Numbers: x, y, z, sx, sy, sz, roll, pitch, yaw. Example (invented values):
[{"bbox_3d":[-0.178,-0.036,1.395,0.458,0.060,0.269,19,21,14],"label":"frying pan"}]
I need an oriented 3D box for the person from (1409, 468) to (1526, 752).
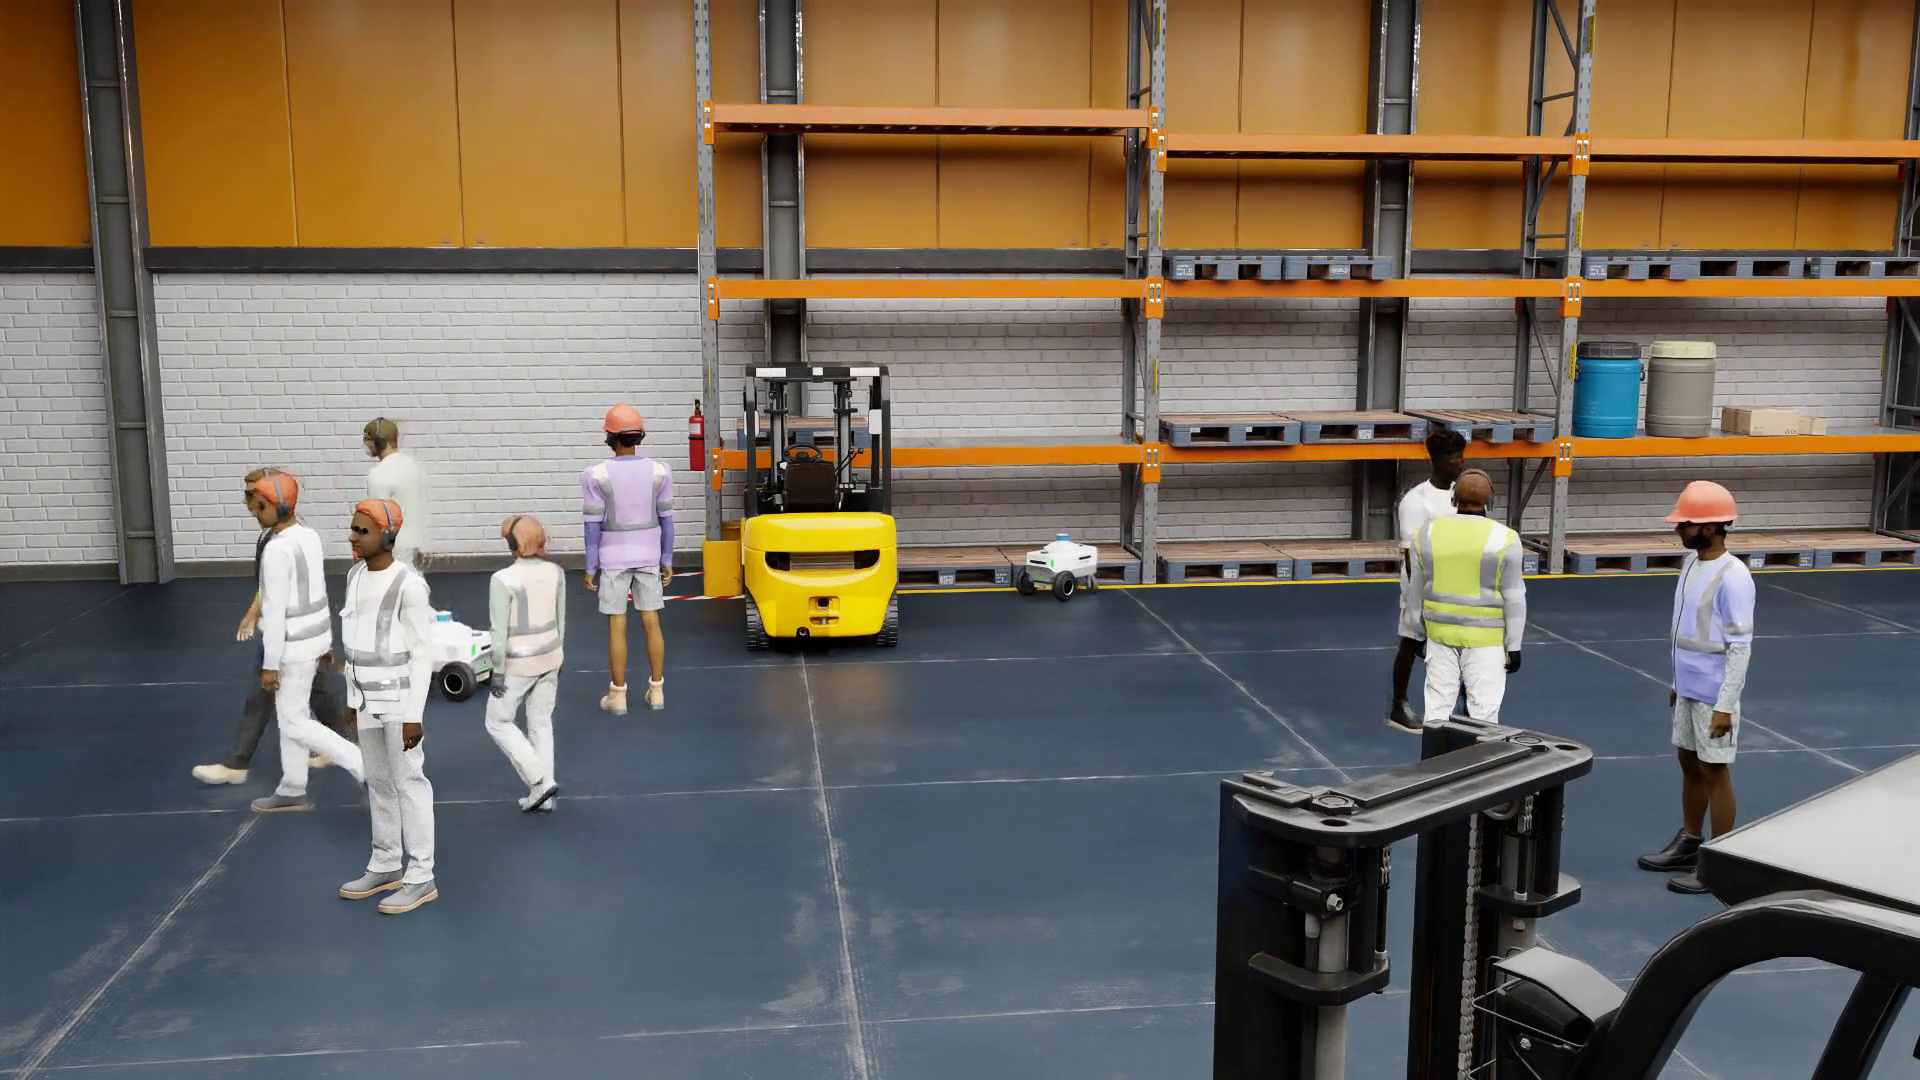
[{"bbox_3d":[2.755,0.531,9.026,0.634,1.842,0.429,7,12,38],"label":"person"}]

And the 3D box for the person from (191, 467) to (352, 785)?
[{"bbox_3d":[-3.920,0.481,9.478,0.890,1.801,0.521,-3,10,-21],"label":"person"}]

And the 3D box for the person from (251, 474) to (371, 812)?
[{"bbox_3d":[-3.405,0.569,8.728,0.750,1.866,0.593,-1,9,-3],"label":"person"}]

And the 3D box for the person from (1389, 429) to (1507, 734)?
[{"bbox_3d":[3.025,0.291,10.216,0.636,1.931,0.898,-6,11,-35],"label":"person"}]

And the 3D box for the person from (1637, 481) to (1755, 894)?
[{"bbox_3d":[3.455,0.686,7.768,0.376,1.934,0.547,0,9,0],"label":"person"}]

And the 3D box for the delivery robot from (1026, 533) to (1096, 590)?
[{"bbox_3d":[0.912,0.184,14.902,0.477,0.478,0.707,8,12,40],"label":"delivery robot"}]

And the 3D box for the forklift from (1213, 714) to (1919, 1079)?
[{"bbox_3d":[1.441,1.425,2.350,1.214,2.155,2.313,-7,12,-39],"label":"forklift"}]

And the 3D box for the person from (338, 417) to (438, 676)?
[{"bbox_3d":[-3.942,0.067,11.792,0.994,1.898,0.639,0,9,0],"label":"person"}]

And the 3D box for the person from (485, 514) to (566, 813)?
[{"bbox_3d":[-2.307,0.669,8.840,0.372,1.620,0.533,5,11,30],"label":"person"}]

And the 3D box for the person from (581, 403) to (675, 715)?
[{"bbox_3d":[-2.179,0.123,10.933,0.612,2.048,0.363,-5,10,-28],"label":"person"}]

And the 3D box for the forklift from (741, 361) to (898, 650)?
[{"bbox_3d":[-1.154,-0.340,13.365,1.214,2.155,2.313,-1,9,-7],"label":"forklift"}]

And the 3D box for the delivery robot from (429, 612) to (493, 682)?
[{"bbox_3d":[-3.544,0.737,11.454,0.707,0.478,0.477,3,10,19],"label":"delivery robot"}]

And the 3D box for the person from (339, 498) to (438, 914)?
[{"bbox_3d":[-2.616,0.743,7.570,0.574,1.885,0.356,7,12,38],"label":"person"}]
